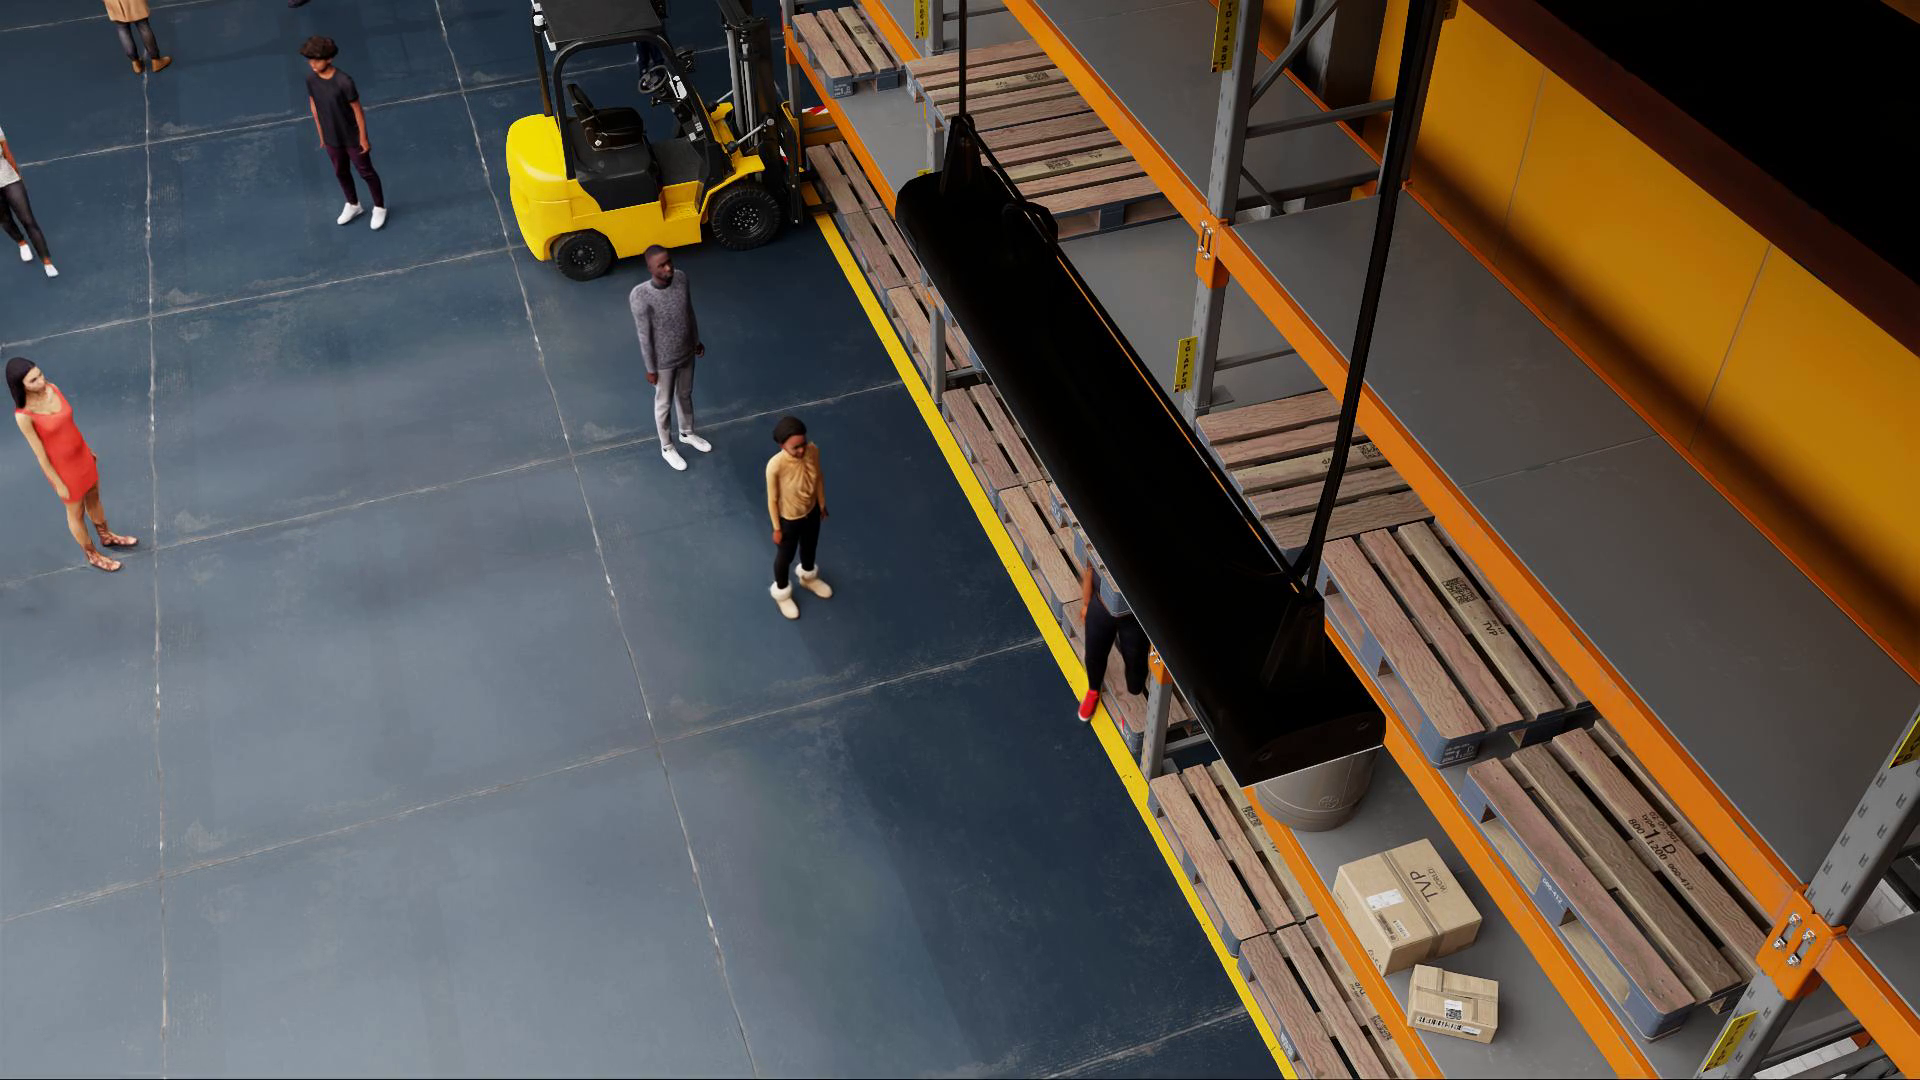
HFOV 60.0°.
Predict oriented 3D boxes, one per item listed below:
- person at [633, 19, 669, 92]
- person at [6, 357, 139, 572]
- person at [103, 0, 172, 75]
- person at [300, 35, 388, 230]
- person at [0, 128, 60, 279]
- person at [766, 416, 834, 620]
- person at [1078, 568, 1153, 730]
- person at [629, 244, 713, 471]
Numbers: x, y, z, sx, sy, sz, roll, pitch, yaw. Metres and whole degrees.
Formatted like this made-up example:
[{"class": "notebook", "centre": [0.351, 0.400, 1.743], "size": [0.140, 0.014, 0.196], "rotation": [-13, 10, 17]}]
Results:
[{"class": "person", "centre": [-3.075, -5.004, 16.361], "size": [0.559, 1.255, 0.564], "rotation": [0, 44, 0]}, {"class": "person", "centre": [-6.083, -0.529, 11.328], "size": [0.719, 1.718, 0.588], "rotation": [4, 44, 4]}, {"class": "person", "centre": [-8.350, -5.478, 16.517], "size": [0.705, 1.726, 0.698], "rotation": [-4, 44, -4]}, {"class": "person", "centre": [-5.363, -3.561, 14.466], "size": [0.721, 1.780, 0.745], "rotation": [10, 45, 11]}, {"class": "person", "centre": [-8.138, -3.018, 14.020], "size": [0.721, 1.608, 1.027], "rotation": [-23, 48, -22]}, {"class": "person", "centre": [-1.090, -0.181, 11.009], "size": [0.678, 1.654, 0.695], "rotation": [-33, 52, -30]}, {"class": "person", "centre": [0.994, 0.440, 10.240], "size": [0.774, 1.815, 0.817], "rotation": [13, 45, 14]}, {"class": "person", "centre": [-2.112, -1.361, 12.114], "size": [0.743, 1.838, 0.758], "rotation": [29, 51, 27]}]
